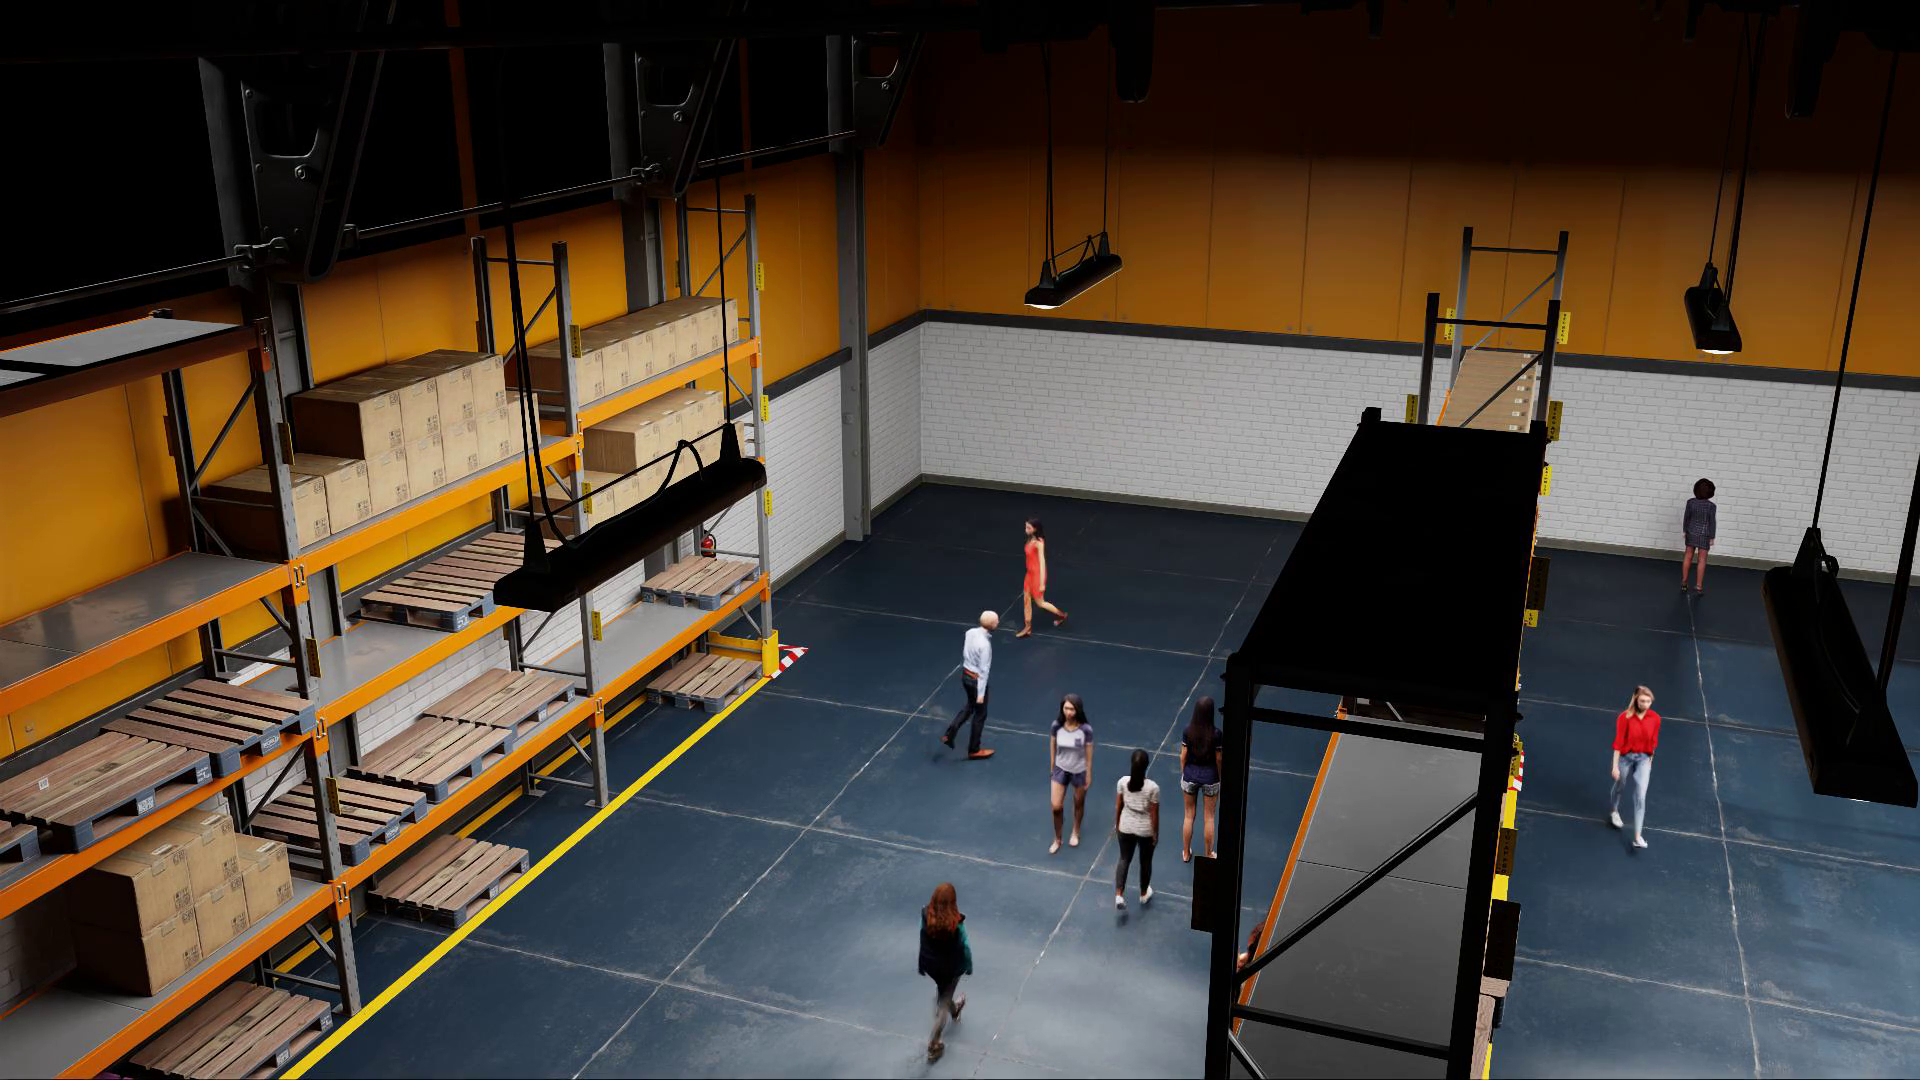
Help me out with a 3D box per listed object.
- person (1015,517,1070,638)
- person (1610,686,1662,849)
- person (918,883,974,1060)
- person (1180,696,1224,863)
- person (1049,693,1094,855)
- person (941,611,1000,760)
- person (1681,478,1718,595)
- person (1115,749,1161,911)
[{"bbox_3d":[1.084,0.496,22.091,1.068,1.689,1.018,-7,20,-19],"label":"person"},{"bbox_3d":[6.818,2.243,16.956,0.852,1.656,1.174,1,19,3],"label":"person"},{"bbox_3d":[-0.163,3.512,13.498,0.693,1.456,1.010,10,21,27],"label":"person"},{"bbox_3d":[2.377,2.368,16.412,0.579,1.766,0.512,6,19,17],"label":"person"},{"bbox_3d":[1.152,2.291,16.762,0.636,1.689,0.731,4,19,12],"label":"person"},{"bbox_3d":[0.111,1.636,18.592,1.016,1.760,0.961,-8,20,-23],"label":"person"},{"bbox_3d":[10.525,-0.053,23.698,0.701,1.703,0.695,-16,24,-40],"label":"person"},{"bbox_3d":[1.633,2.735,15.531,0.605,1.632,0.893,8,20,22],"label":"person"}]
